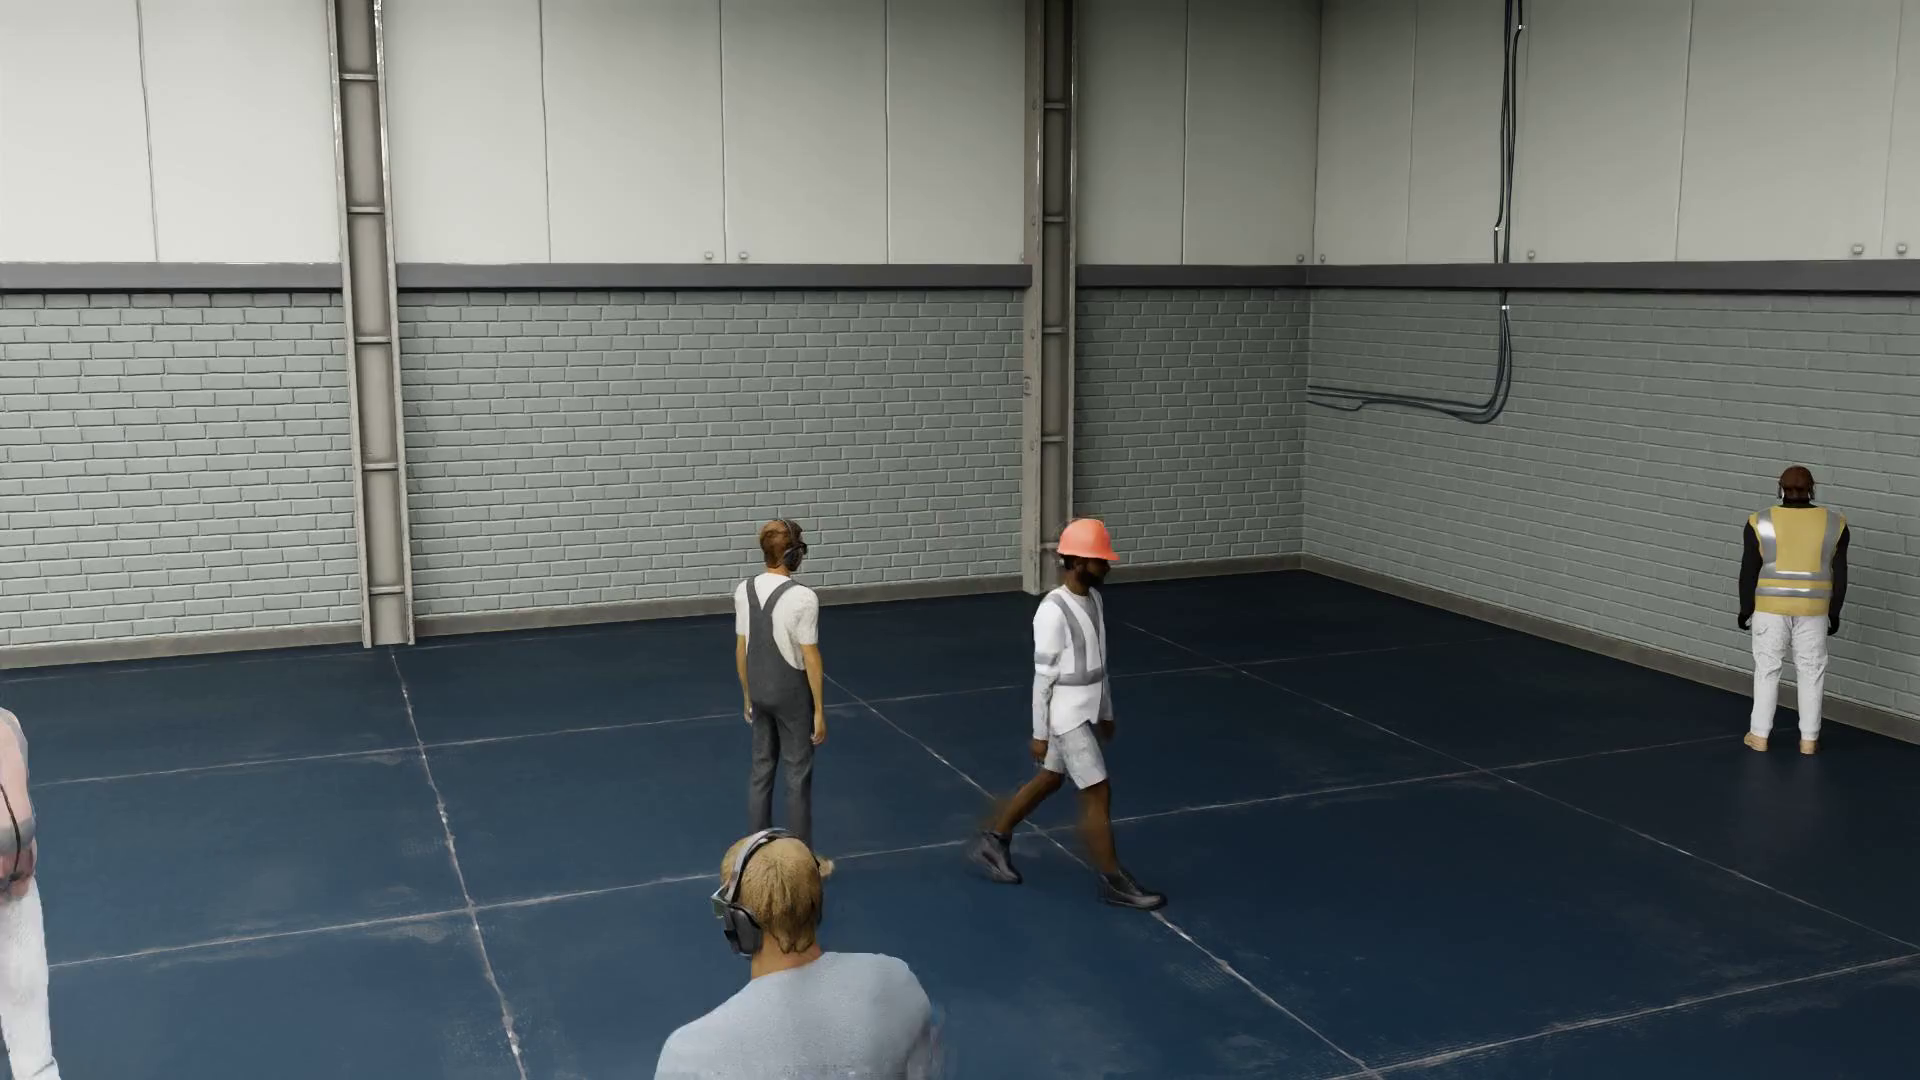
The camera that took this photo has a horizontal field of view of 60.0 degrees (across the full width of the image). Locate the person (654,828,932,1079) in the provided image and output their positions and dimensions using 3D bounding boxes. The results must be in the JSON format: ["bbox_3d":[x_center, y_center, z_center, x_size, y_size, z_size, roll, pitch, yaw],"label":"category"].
[{"bbox_3d":[-0.361,1.532,3.465,0.650,1.921,0.526,-8,12,-41],"label":"person"}]

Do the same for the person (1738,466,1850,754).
[{"bbox_3d":[5.275,0.444,10.572,0.619,1.838,0.430,3,9,17],"label":"person"}]

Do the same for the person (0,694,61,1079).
[{"bbox_3d":[-3.523,1.213,5.808,0.815,1.820,0.623,2,9,12],"label":"person"}]

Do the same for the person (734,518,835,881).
[{"bbox_3d":[-0.878,0.805,8.274,0.515,1.845,0.336,6,11,32],"label":"person"}]

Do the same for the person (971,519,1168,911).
[{"bbox_3d":[0.495,0.821,8.074,1.017,1.890,0.554,4,10,24],"label":"person"}]
